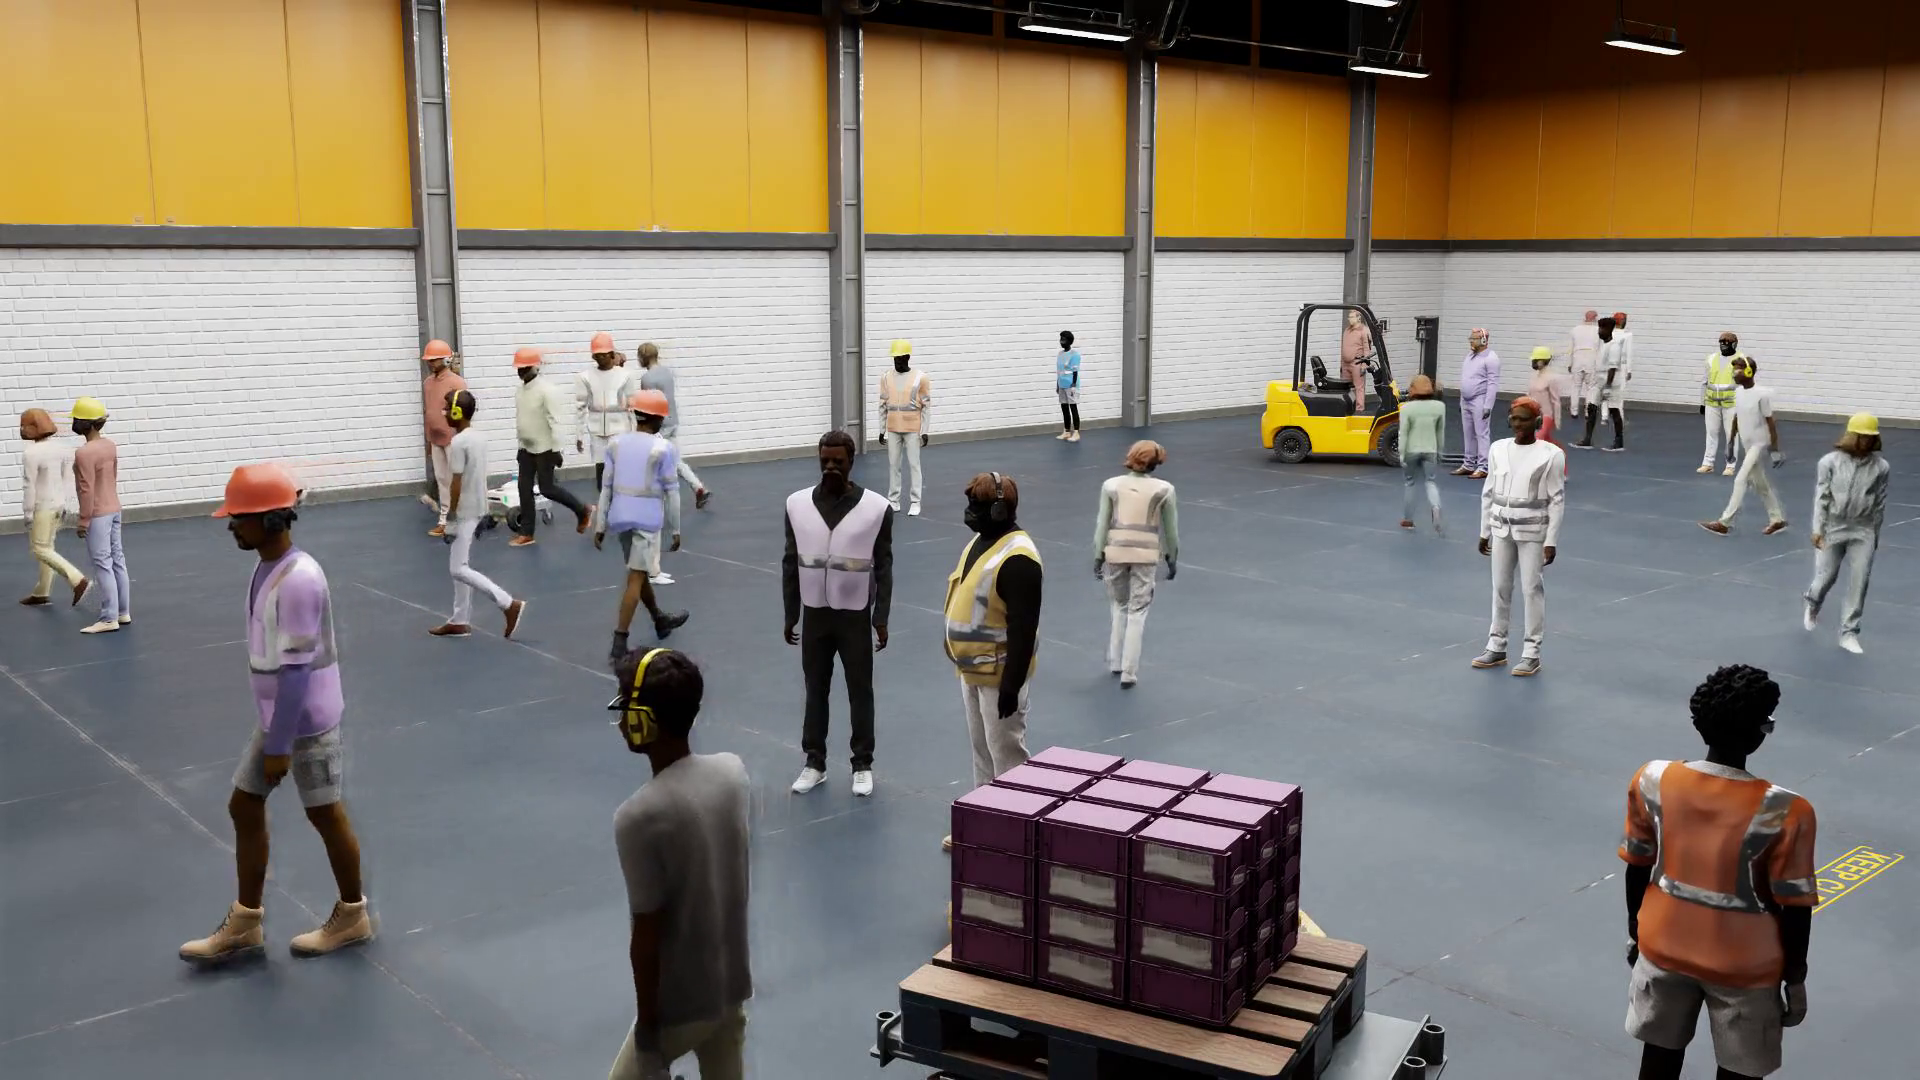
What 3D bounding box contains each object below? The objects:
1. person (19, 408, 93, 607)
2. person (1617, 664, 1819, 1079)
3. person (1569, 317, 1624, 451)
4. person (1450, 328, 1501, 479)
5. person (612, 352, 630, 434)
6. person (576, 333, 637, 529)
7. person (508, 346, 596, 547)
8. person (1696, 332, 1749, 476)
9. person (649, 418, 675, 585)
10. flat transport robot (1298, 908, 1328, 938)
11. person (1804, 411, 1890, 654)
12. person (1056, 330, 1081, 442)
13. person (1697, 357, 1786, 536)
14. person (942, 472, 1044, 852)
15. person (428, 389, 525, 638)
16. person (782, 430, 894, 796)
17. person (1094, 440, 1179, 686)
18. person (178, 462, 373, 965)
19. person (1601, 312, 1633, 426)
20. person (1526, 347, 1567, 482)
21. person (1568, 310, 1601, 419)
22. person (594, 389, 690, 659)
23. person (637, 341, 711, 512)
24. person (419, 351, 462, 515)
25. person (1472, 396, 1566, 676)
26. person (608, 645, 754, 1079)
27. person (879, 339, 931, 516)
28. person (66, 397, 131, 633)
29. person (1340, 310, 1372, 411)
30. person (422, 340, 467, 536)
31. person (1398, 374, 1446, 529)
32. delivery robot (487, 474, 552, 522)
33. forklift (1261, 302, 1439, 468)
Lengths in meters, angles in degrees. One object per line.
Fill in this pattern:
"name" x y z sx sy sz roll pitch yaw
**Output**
"person" -7.278 -0.250 13.296 0.644 1.619 0.512 0 10 2
"person" 2.120 1.180 4.682 0.315 1.695 0.541 -9 13 -41
"person" 9.229 -2.239 23.984 0.883 1.931 0.623 0 10 2
"person" 6.554 -1.737 21.149 0.410 1.908 0.643 -3 10 -18
"person" -4.214 -1.502 20.546 0.514 1.644 0.307 4 11 24
"person" -3.680 -1.144 17.367 0.634 2.037 0.593 0 10 -1
"person" -4.048 -0.928 16.266 0.656 1.962 0.774 9 13 41
"person" 9.831 -1.749 21.406 0.429 1.842 0.636 -9 13 -41
"person" -2.642 -0.429 14.301 0.310 1.631 0.505 -3 10 -15
"flat transport robot" 0.725 1.532 6.785 1.431 0.197 0.652 -2 10 -10
"person" 6.389 -0.082 11.986 0.489 1.724 0.610 2 10 12
"person" 1.635 -2.342 25.320 0.320 1.692 0.534 -6 11 -30
"person" 7.955 -0.926 16.698 1.002 1.813 0.561 -1 10 -5
"person" 0.142 0.604 7.634 0.429 1.844 0.624 -3 10 -19
"person" -3.584 -0.174 12.159 0.723 1.849 0.555 0 10 -1
"person" -0.641 0.378 8.731 0.592 1.920 0.392 2 10 9
"person" 1.158 0.147 10.970 0.532 1.608 0.614 4 10 21
"person" -2.750 0.709 6.498 0.853 2.013 0.642 -7 12 -35
"person" 10.927 -2.843 27.697 0.354 1.881 0.576 -7 12 -36
"person" 7.108 -1.507 20.371 0.943 1.709 0.530 -2 10 -12
"person" 10.873 -3.032 28.806 0.666 1.886 0.399 6 11 30
"person" -2.273 -0.127 11.820 0.602 1.859 1.040 4 10 21
"person" -3.151 -1.220 18.168 0.747 1.907 0.646 2 10 12
"person" -5.450 -1.103 17.664 0.452 1.827 0.514 -5 11 -26
"person" 3.767 -0.031 11.225 0.347 1.883 0.584 -8 13 -39
"person" -0.734 1.174 4.291 0.618 1.849 0.539 6 12 33
"person" -0.617 -1.218 18.046 0.594 1.924 0.382 4 10 21
"person" -6.471 -0.188 12.478 0.306 1.772 0.525 -1 10 -5
"person" 6.750 -3.001 28.561 0.410 1.905 0.641 -5 11 -28
"person" -5.155 -1.007 16.647 0.614 1.987 0.407 7 12 36
"person" 4.731 -0.888 17.019 0.511 1.614 0.607 -1 10 -3
"delivery robot" -4.575 -0.442 17.241 0.477 0.478 0.707 5 11 29
"forklift" 5.320 -2.157 22.763 2.313 2.155 1.214 3 10 16
